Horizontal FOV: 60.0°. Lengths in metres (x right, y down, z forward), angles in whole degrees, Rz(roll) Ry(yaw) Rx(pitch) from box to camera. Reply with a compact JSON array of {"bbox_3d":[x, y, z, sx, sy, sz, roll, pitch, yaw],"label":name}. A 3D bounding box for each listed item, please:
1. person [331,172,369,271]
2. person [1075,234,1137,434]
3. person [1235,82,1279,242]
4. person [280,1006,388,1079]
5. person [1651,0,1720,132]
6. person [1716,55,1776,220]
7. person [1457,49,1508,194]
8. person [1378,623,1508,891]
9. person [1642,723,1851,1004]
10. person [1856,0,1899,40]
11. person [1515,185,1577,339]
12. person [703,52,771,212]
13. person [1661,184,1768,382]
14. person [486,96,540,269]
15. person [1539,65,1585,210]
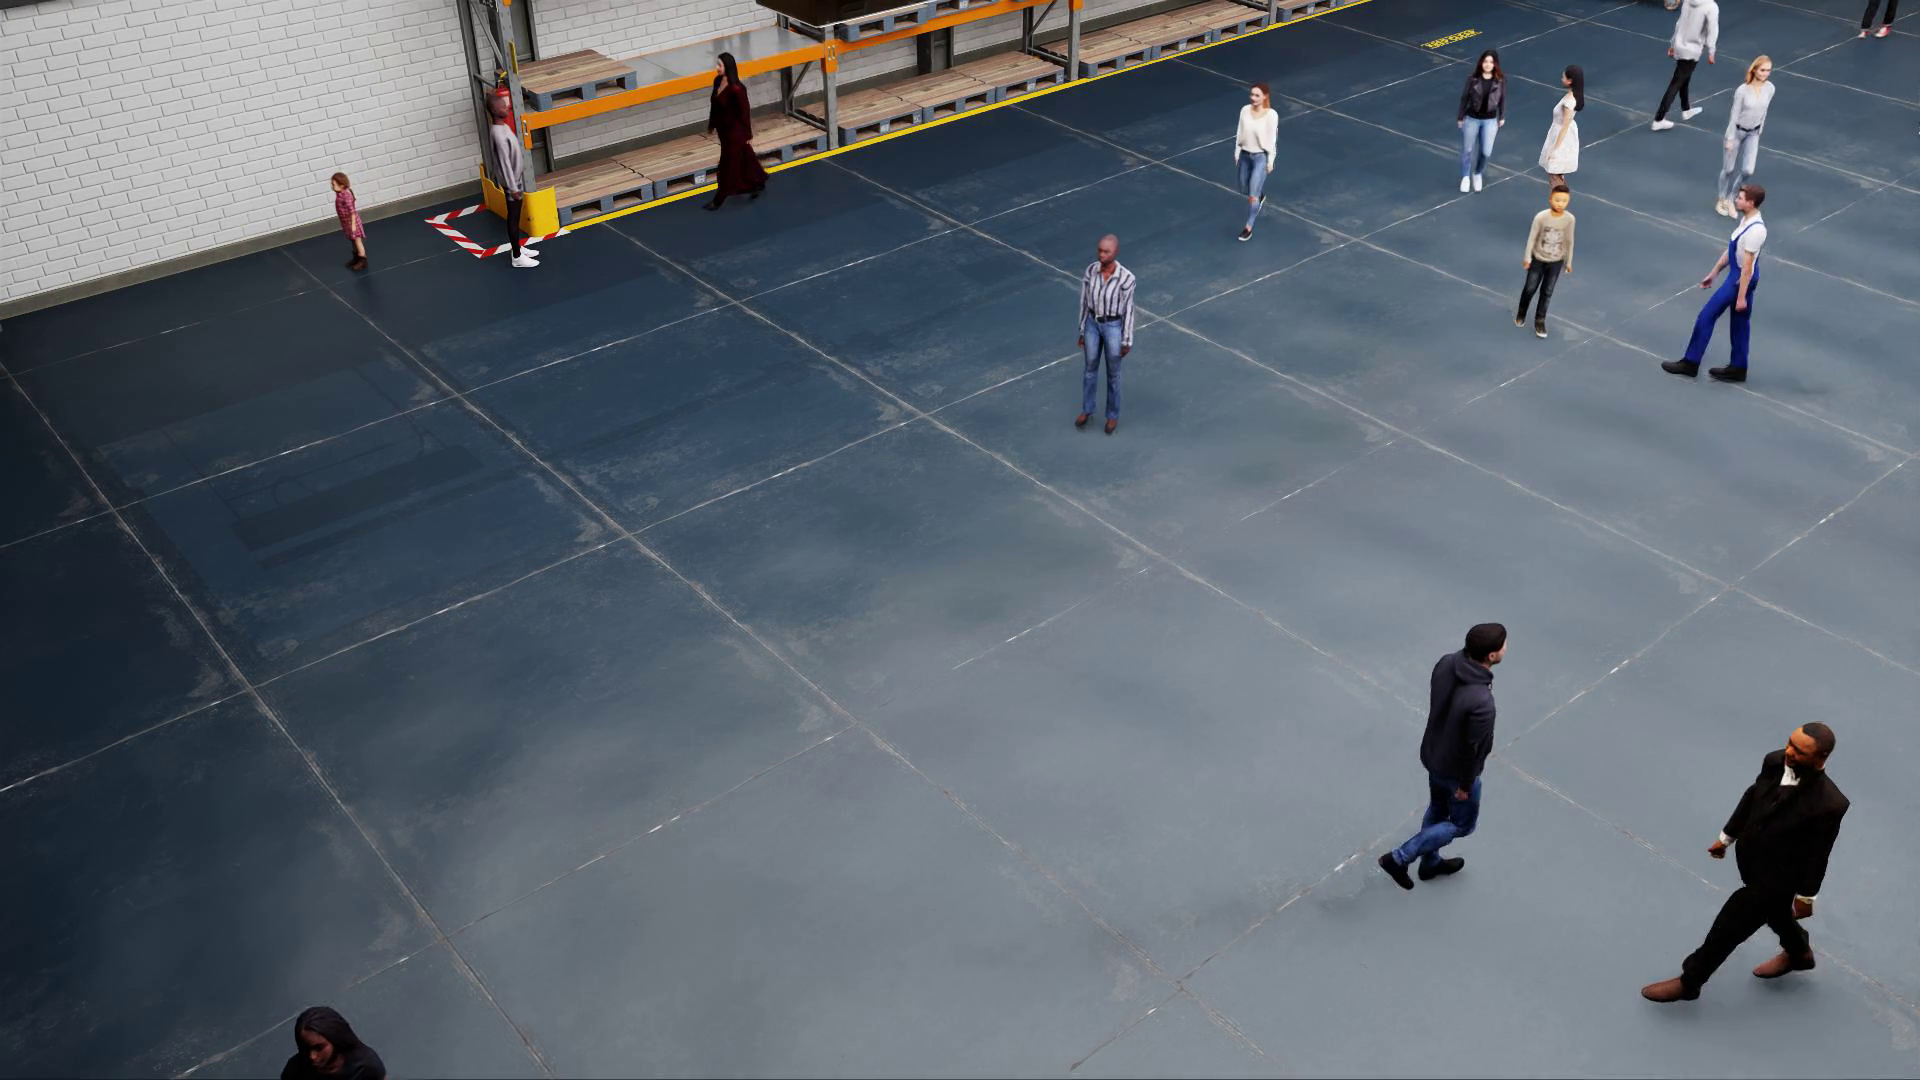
[{"bbox_3d":[-6.263,-3.287,17.076,0.432,1.022,0.427,-24,41,-32],"label":"person"},{"bbox_3d":[1.228,-1.753,14.070,0.711,1.794,0.688,16,37,22],"label":"person"},{"bbox_3d":[3.161,-4.039,17.616,0.770,1.676,0.969,21,39,29],"label":"person"},{"bbox_3d":[-2.705,2.664,7.515,1.161,1.694,1.052,-5,34,-8],"label":"person"},{"bbox_3d":[8.794,-5.926,20.264,1.186,1.888,0.907,-13,36,-19],"label":"person"},{"bbox_3d":[8.455,-4.405,18.072,0.744,1.781,0.806,0,34,-1],"label":"person"},{"bbox_3d":[5.843,-4.728,18.698,0.775,1.626,0.807,7,34,11],"label":"person"},{"bbox_3d":[2.716,1.261,9.459,0.992,1.879,0.871,-9,35,-13],"label":"person"},{"bbox_3d":[4.368,1.720,8.785,1.380,1.860,1.172,-4,34,-7],"label":"person"},{"bbox_3d":[13.137,-7.928,23.422,1.096,1.726,0.764,-26,42,-34],"label":"person"},{"bbox_3d":[5.560,-2.681,15.771,0.728,1.457,0.788,2,34,3],"label":"person"},{"bbox_3d":[-2.411,-4.484,18.258,1.134,1.706,0.706,-21,39,-29],"label":"person"},{"bbox_3d":[7.029,-2.250,14.797,0.958,1.818,1.014,12,35,18],"label":"person"},{"bbox_3d":[-4.604,-3.667,16.969,0.696,1.772,0.695,-7,34,-10],"label":"person"},{"bbox_3d":[6.414,-4.194,17.759,0.804,1.777,0.699,16,37,23],"label":"person"}]
